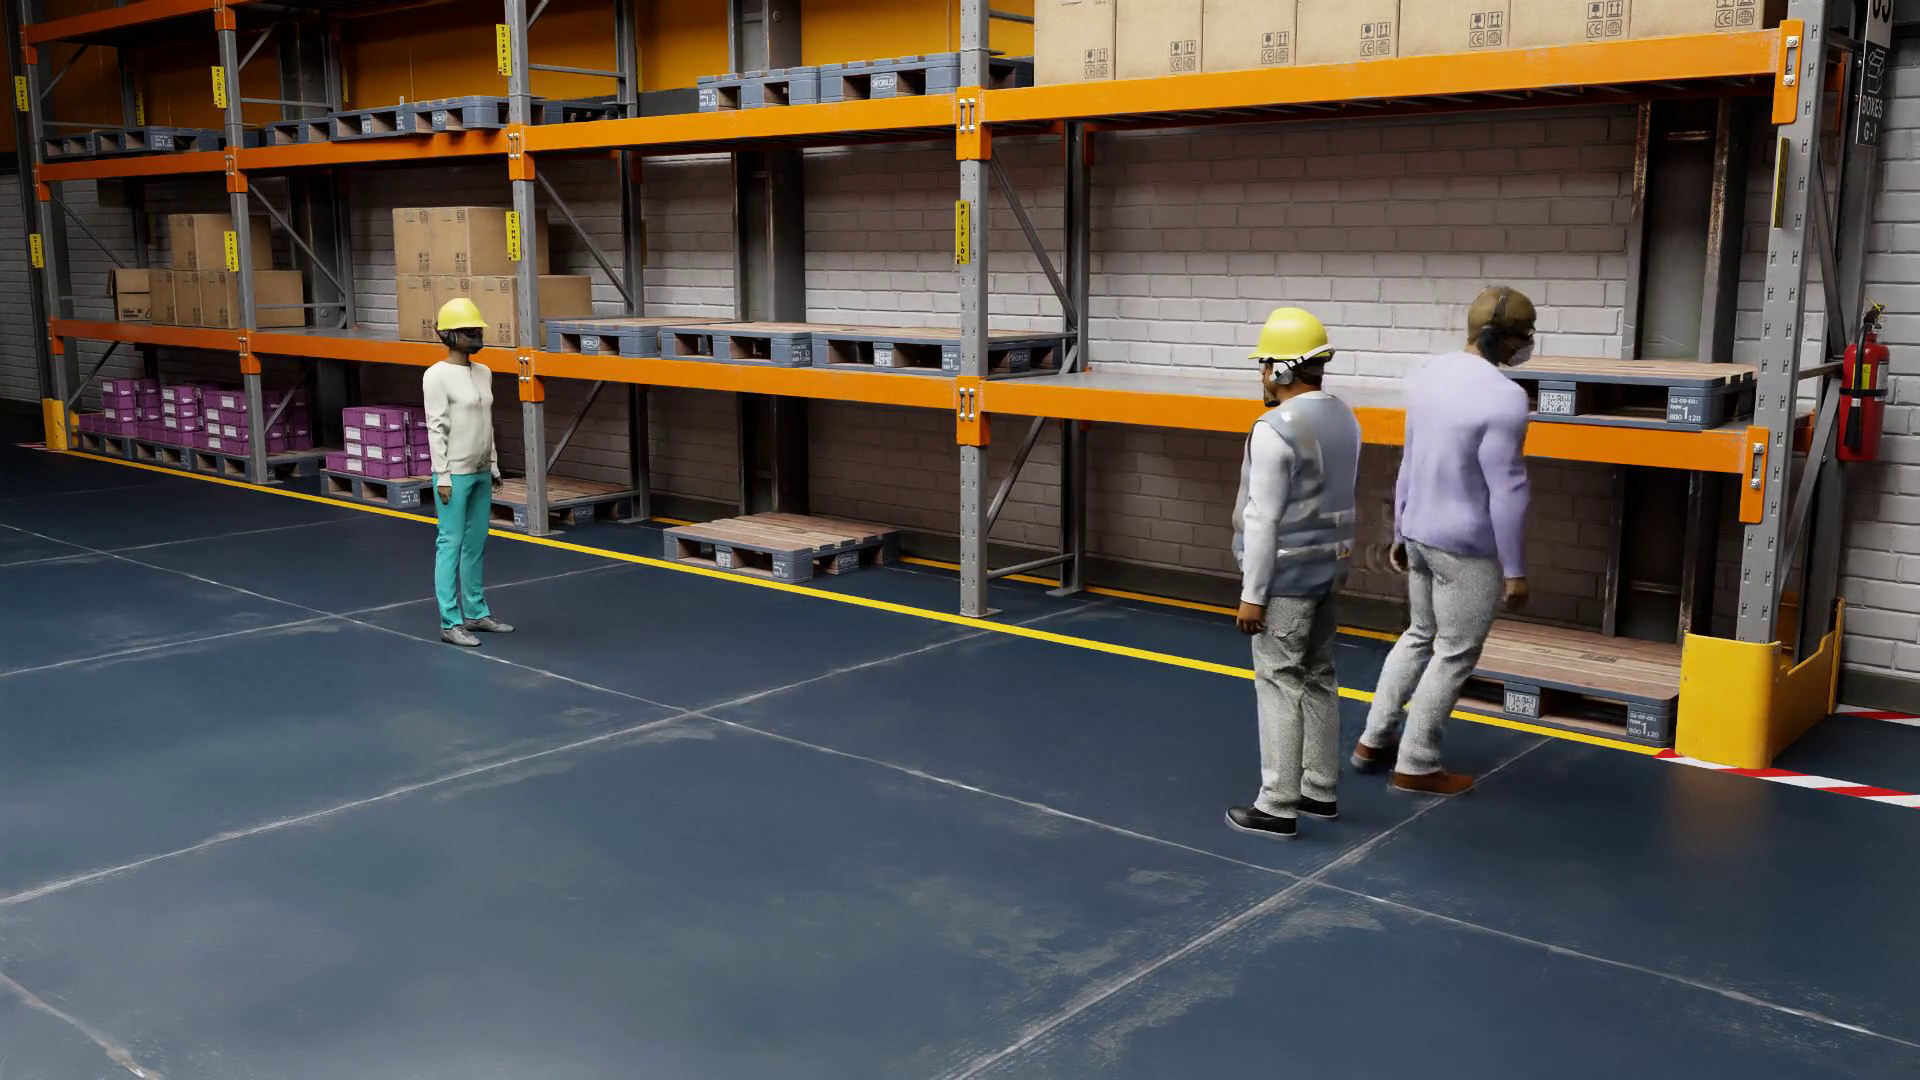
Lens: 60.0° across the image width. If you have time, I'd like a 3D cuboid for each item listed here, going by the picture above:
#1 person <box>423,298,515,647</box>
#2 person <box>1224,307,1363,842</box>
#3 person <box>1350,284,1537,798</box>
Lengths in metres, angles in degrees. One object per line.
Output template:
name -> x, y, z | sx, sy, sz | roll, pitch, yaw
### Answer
person -> -2.531, -0.350, 8.546 | 0.309, 1.772, 0.525 | 3, 10, 16
person -> 1.142, 0.119, 5.741 | 0.404, 1.824, 0.586 | 8, 13, 38
person -> 1.809, 0.027, 6.044 | 0.420, 1.897, 0.690 | -3, 10, -15
